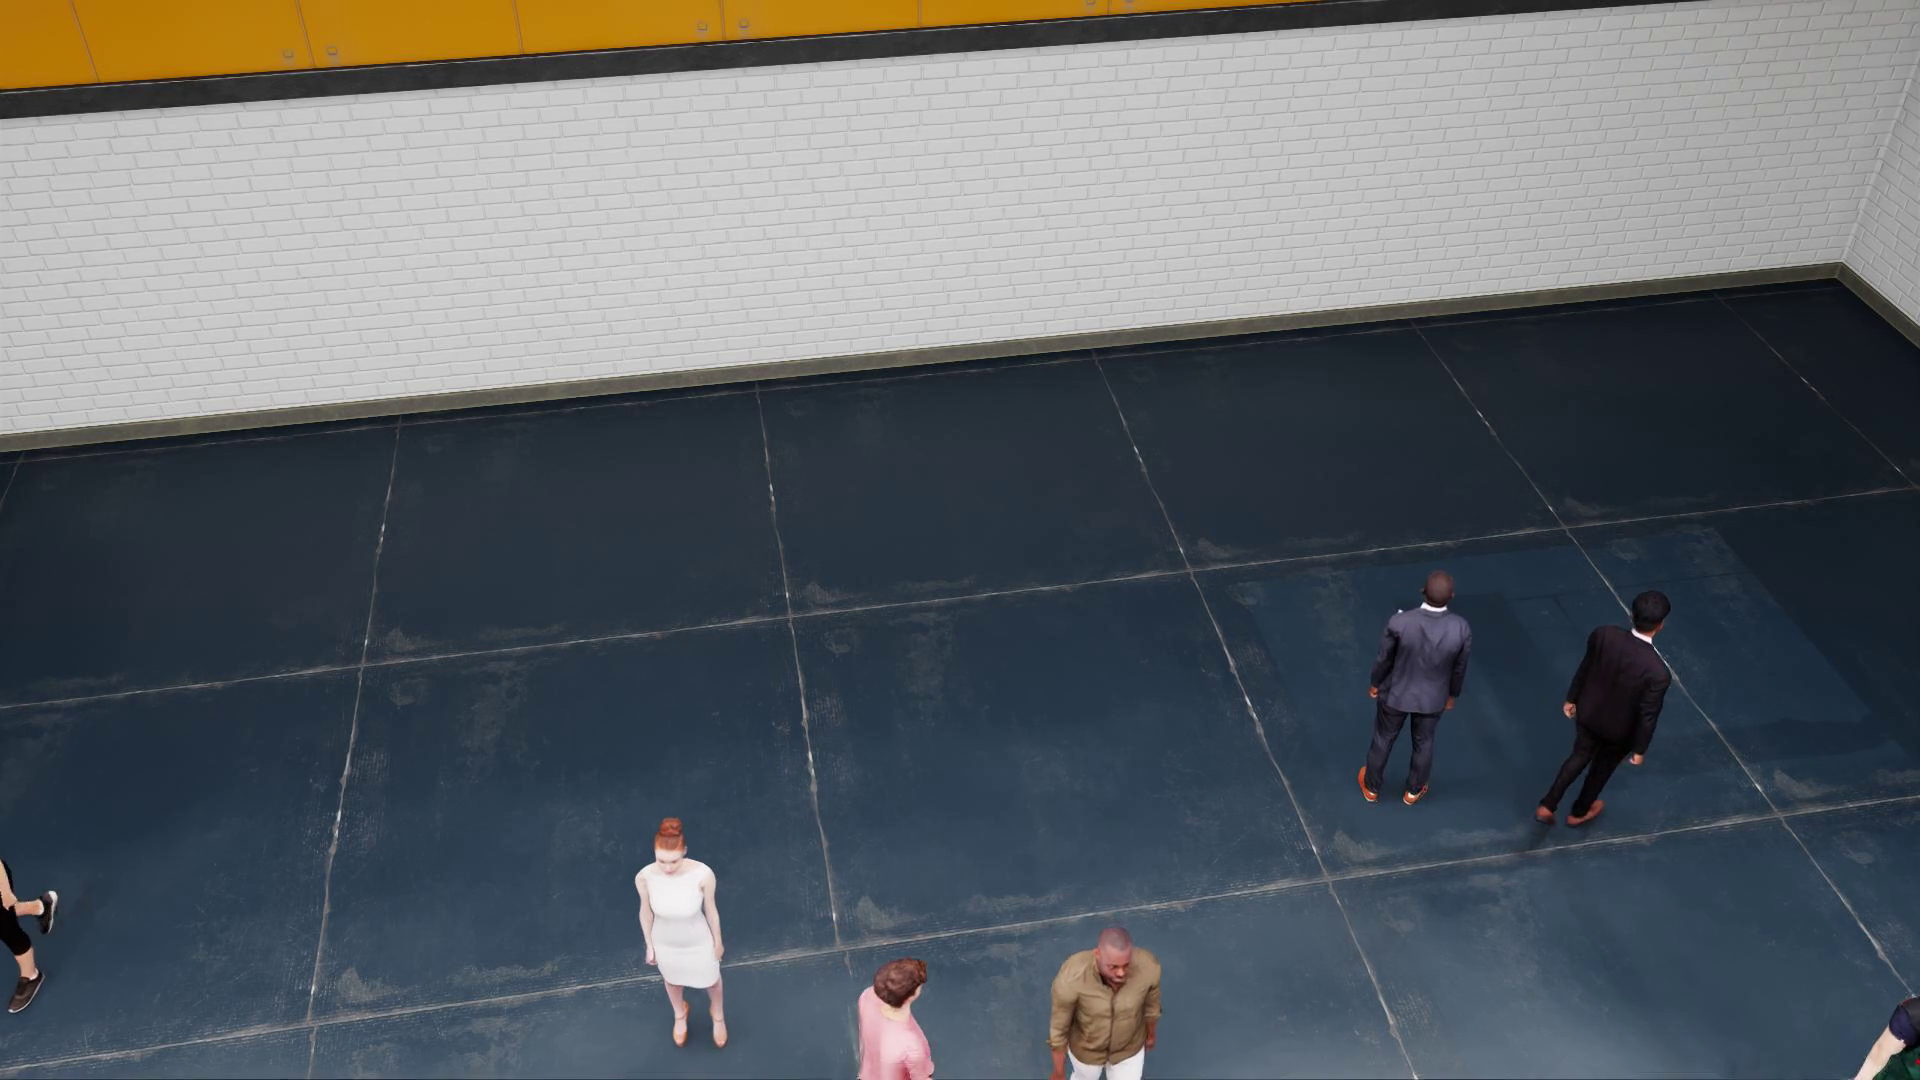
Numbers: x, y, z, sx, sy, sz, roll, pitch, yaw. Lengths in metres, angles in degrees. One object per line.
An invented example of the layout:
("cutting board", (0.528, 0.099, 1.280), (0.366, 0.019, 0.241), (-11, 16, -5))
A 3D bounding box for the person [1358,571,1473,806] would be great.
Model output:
("person", (2.765, 0.924, 10.118), (0.780, 1.823, 0.749), (8, 39, 10))

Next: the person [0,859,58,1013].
("person", (-5.309, 1.811, 9.093), (0.791, 1.716, 0.951), (9, 40, 11))

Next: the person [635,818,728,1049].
("person", (-1.433, 2.080, 8.698), (0.598, 1.790, 0.567), (0, 39, 1))

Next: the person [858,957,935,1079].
("person", (-0.386, 2.686, 7.818), (0.855, 1.942, 0.820), (-22, 43, -25))

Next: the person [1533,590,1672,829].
("person", (3.785, 1.090, 9.875), (0.973, 1.868, 0.947), (-23, 44, -26))

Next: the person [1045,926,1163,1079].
("person", (0.704, 2.426, 8.257), (0.798, 1.800, 0.986), (-4, 39, -5))
